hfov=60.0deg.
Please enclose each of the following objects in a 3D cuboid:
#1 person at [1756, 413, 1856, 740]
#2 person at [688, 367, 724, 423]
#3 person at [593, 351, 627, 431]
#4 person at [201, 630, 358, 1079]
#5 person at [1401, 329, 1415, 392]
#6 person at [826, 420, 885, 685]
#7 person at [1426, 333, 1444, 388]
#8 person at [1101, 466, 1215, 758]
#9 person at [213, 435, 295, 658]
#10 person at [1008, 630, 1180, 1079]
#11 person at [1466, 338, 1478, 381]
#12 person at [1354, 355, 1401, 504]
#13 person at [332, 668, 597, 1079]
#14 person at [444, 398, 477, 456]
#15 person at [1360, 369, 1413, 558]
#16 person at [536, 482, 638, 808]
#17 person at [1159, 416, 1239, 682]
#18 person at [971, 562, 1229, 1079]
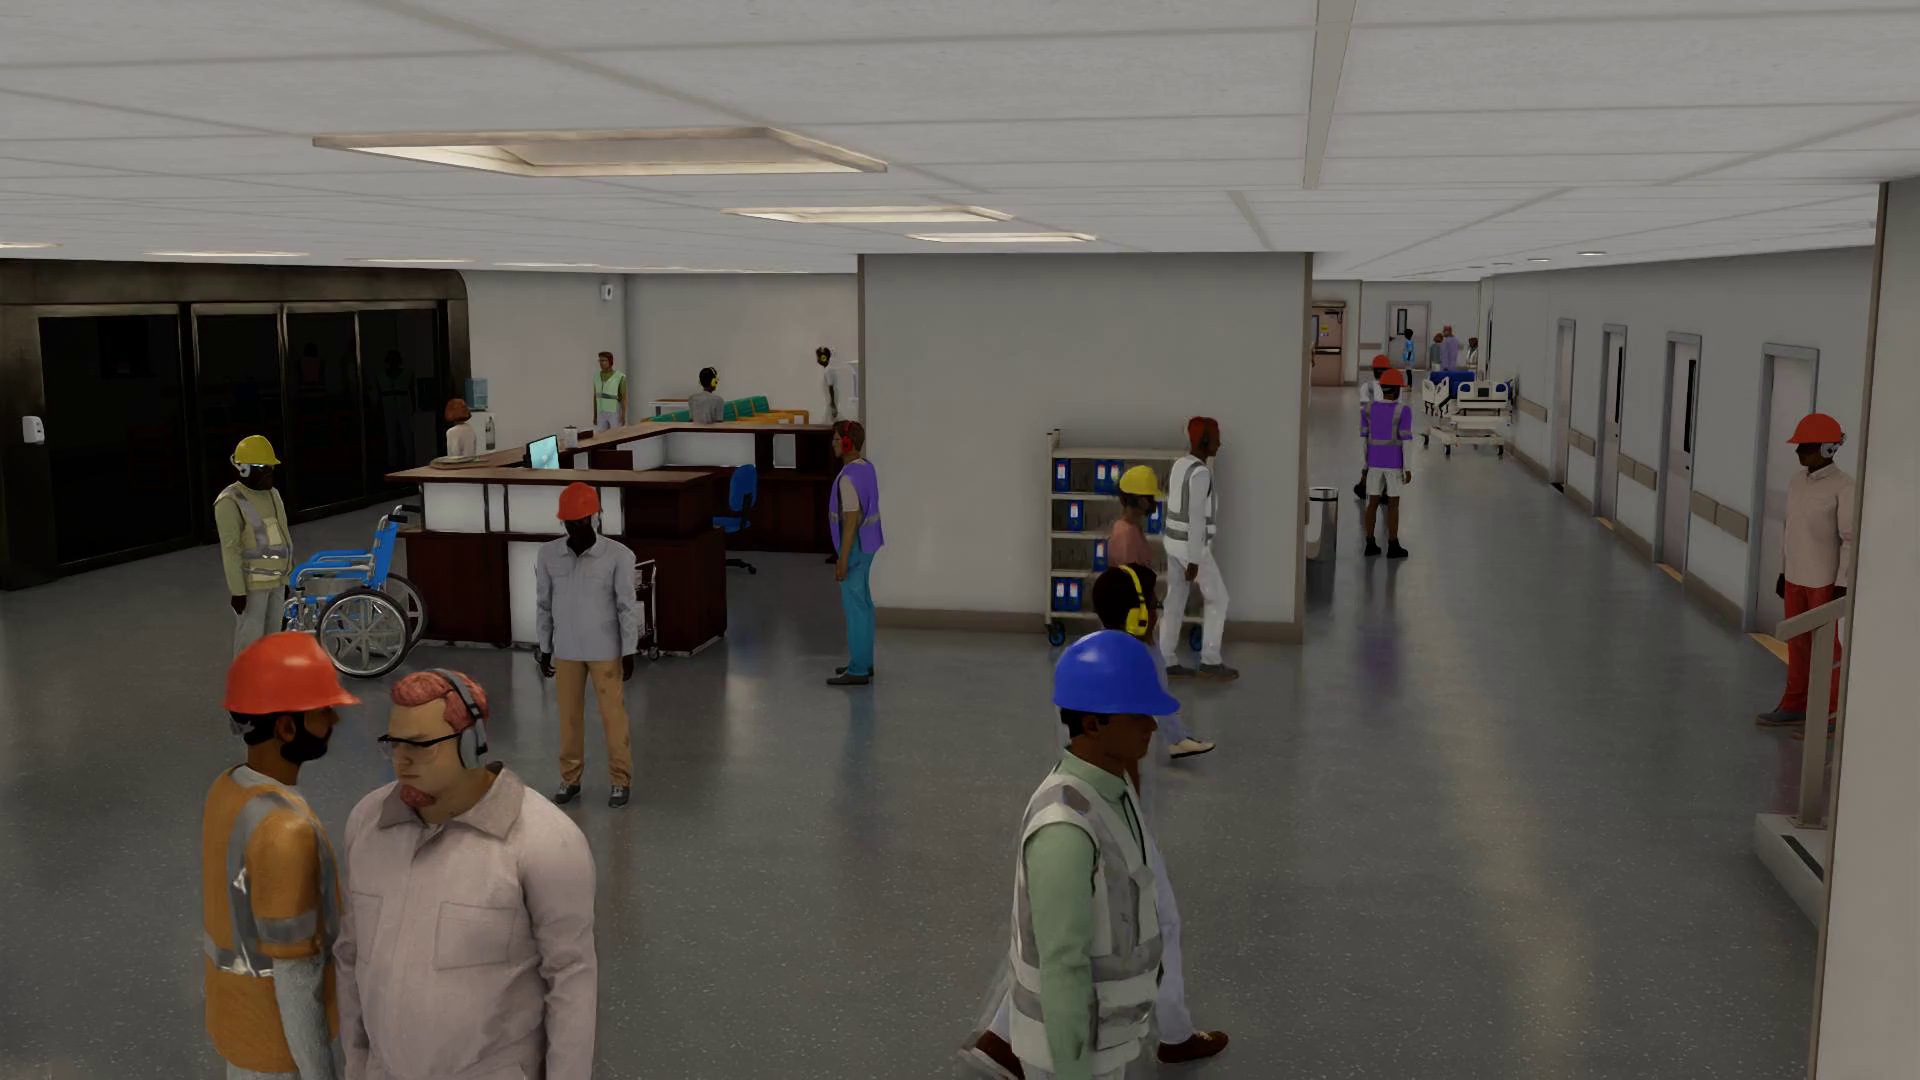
[{"bbox_3d":[5.201,0.221,10.165,0.396,1.992,0.623,-1,9,-8],"label":"person"},{"bbox_3d":[-2.894,-1.051,19.080,0.505,1.861,0.330,5,10,28],"label":"person"},{"bbox_3d":[-5.106,-1.830,24.273,0.570,1.843,0.373,4,10,26],"label":"person"},{"bbox_3d":[-1.626,1.176,4.062,0.383,1.933,0.547,-6,10,-35],"label":"person"},{"bbox_3d":[12.031,-4.823,44.631,0.318,1.696,0.532,2,9,11],"label":"person"},{"bbox_3d":[-0.730,0.087,11.549,0.390,1.846,0.564,1,9,9],"label":"person"},{"bbox_3d":[12.334,-4.538,43.003,0.369,1.621,0.506,-3,9,-18],"label":"person"},{"bbox_3d":[1.074,0.454,9.485,0.819,1.739,0.534,3,9,19],"label":"person"},{"bbox_3d":[-4.421,0.251,10.513,0.404,1.828,0.602,1,9,6],"label":"person"},{"bbox_3d":[0.313,1.172,4.009,0.402,1.949,0.605,2,9,14],"label":"person"},{"bbox_3d":[11.926,-3.882,38.603,0.319,1.628,0.508,-3,9,-20],"label":"person"},{"bbox_3d":[5.395,-1.438,21.505,0.568,1.890,0.946,0,9,-3],"label":"person"},{"bbox_3d":[-1.149,1.227,3.784,0.653,1.906,0.408,3,9,18],"label":"person"},{"bbox_3d":[-5.090,-0.629,17.002,0.271,1.632,0.503,2,9,12],"label":"person"},{"bbox_3d":[4.377,-0.784,17.028,0.553,1.934,0.363,7,11,40],"label":"person"},{"bbox_3d":[-1.976,0.556,8.780,0.563,1.742,0.361,1,9,10],"label":"person"},{"bbox_3d":[1.696,0.065,11.616,0.711,1.859,0.600,-2,9,-14],"label":"person"},{"bbox_3d":[0.485,0.976,5.717,0.954,1.836,0.520,-5,10,-29],"label":"person"}]
